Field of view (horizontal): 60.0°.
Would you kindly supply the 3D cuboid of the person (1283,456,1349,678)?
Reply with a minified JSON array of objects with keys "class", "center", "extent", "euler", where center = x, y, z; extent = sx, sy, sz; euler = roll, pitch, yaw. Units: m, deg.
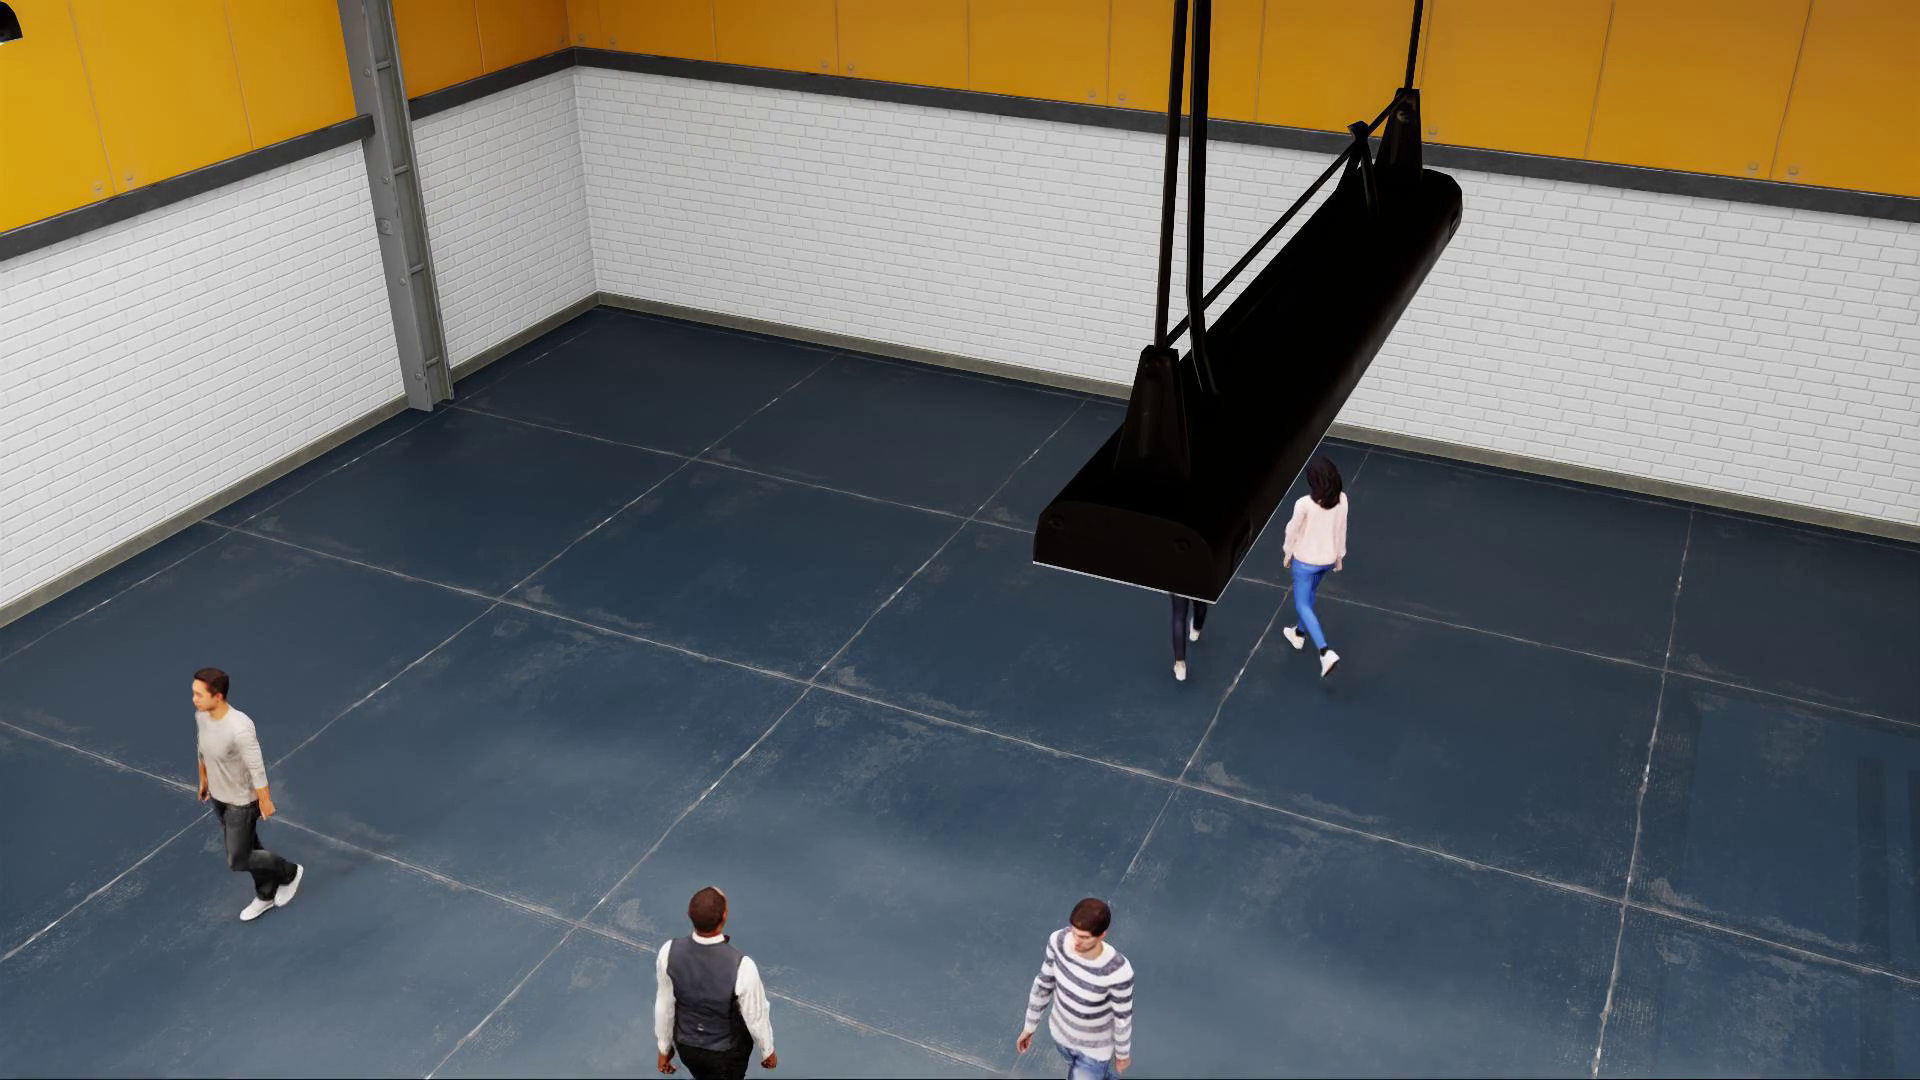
[{"class":"person","center":[2.733,0.221,12.681],"extent":[1.090,1.737,1.169],"euler":[-8,30,-15]}]

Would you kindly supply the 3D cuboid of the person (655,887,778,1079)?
[{"class":"person","center":[-1.258,2.569,8.210],"extent":[0.796,1.895,1.004],"euler":[9,30,16]}]

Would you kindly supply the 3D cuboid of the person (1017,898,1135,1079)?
[{"class":"person","center":[0.682,2.487,8.463],"extent":[1.294,1.798,0.956],"euler":[-26,38,-38]}]

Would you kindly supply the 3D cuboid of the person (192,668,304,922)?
[{"class":"person","center":[-4.368,1.523,10.227],"extent":[0.747,1.800,0.773],"euler":[21,35,34]}]
